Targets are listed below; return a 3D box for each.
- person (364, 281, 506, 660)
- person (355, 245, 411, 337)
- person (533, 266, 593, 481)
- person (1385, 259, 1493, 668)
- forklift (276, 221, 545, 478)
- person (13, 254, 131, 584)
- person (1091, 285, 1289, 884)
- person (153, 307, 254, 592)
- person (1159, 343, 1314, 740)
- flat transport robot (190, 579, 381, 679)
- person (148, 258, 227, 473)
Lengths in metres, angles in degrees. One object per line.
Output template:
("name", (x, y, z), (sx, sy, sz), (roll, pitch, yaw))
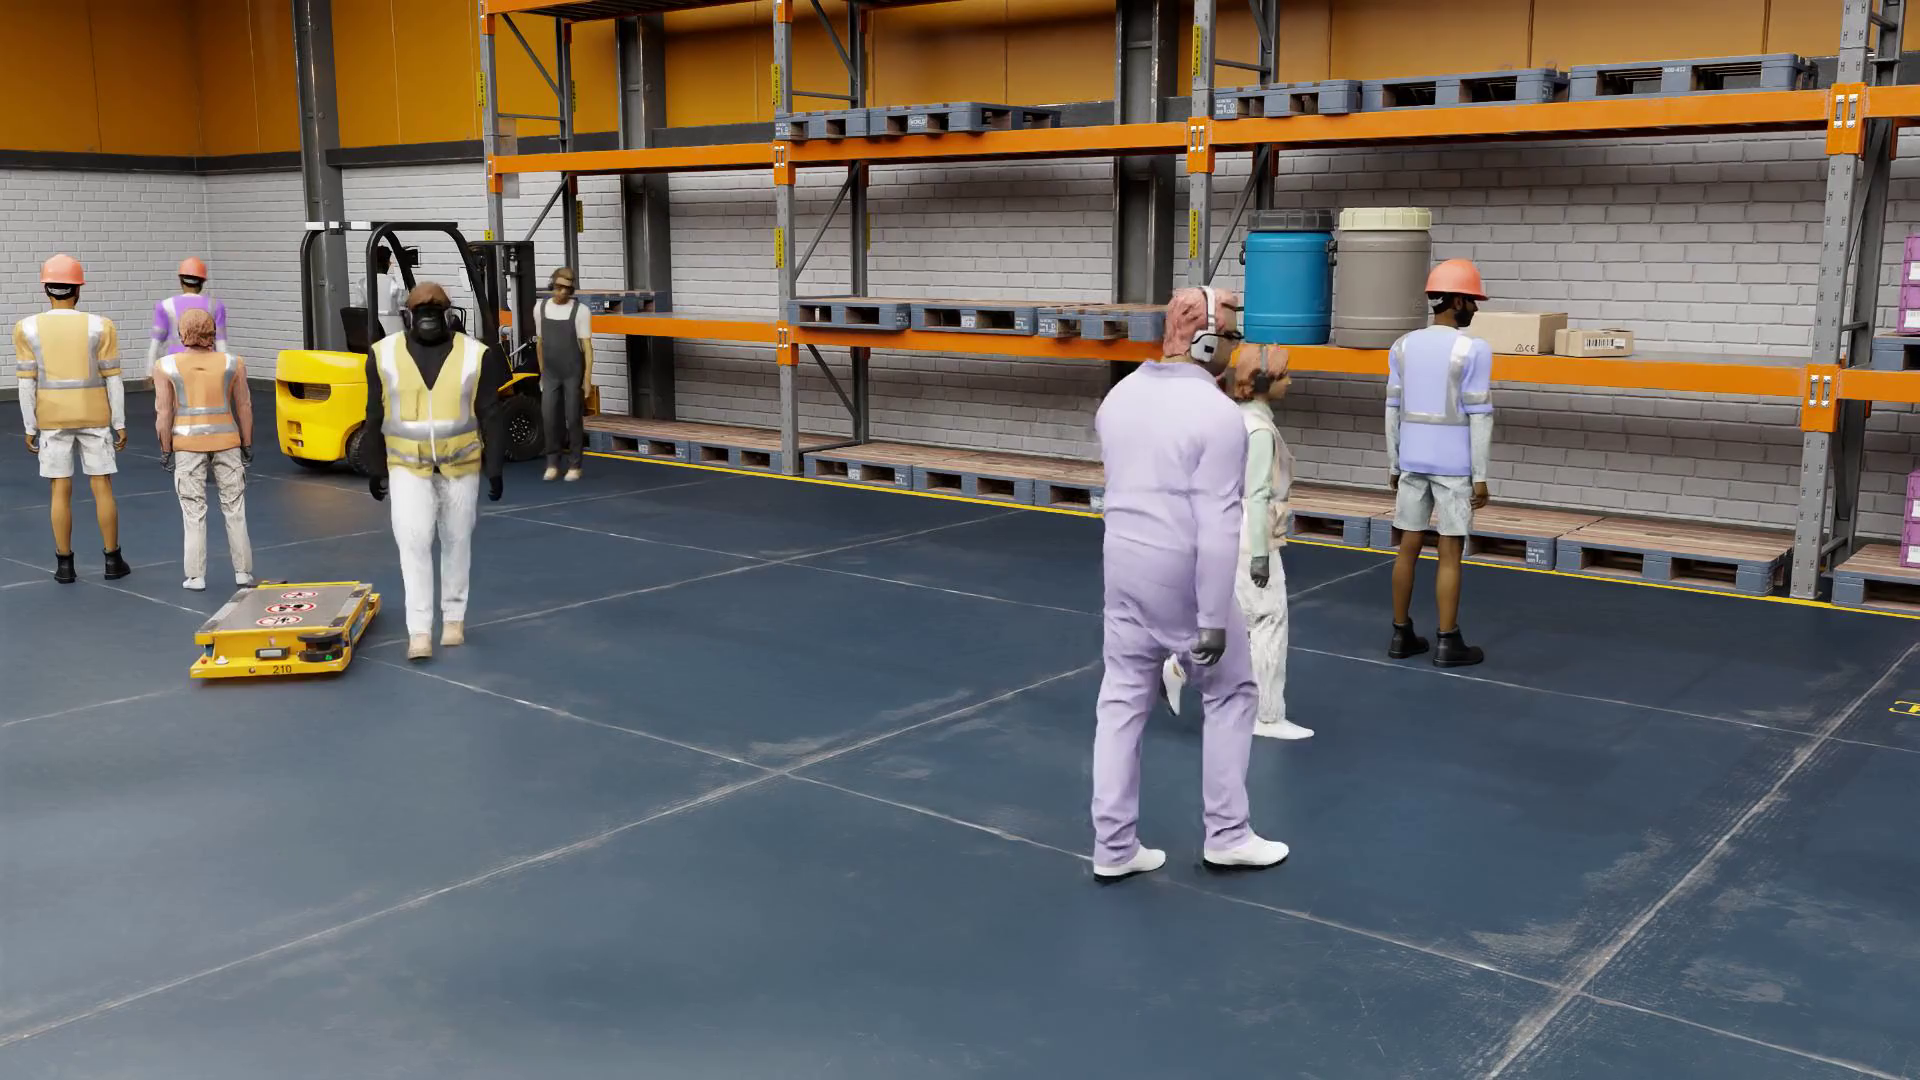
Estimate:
("person", (-2.539, -0.330, 8.070), (0.661, 1.815, 0.783), (-3, 11, -17))
("person", (-6.430, -2.309, 18.630), (0.600, 1.967, 0.368), (0, 10, -2))
("person", (-3.283, -1.370, 13.868), (0.523, 1.802, 0.573), (1, 10, 4))
("person", (2.297, -0.364, 7.944), (0.377, 1.932, 0.548), (-8, 13, -39))
("forklift", (-4.922, -1.741, 14.854), (1.214, 2.155, 2.313), (8, 13, 38))
("person", (-5.247, -0.711, 9.855), (0.552, 1.936, 0.358), (-5, 11, -25))
("person", (0.740, 0.145, 5.259), (0.780, 1.873, 0.672), (-7, 13, -36))
("person", (-4.353, -0.519, 9.618), (0.523, 1.640, 0.306), (-7, 12, -32))
("person", (1.125, 0.013, 6.709), (0.588, 1.619, 0.524), (0, 10, 1))
("flat transport robot", (-3.311, 0.411, 8.255), (0.652, 0.197, 1.431), (-2, 10, -12))
("person", (-6.568, -1.459, 14.192), (0.622, 1.878, 1.025), (-5, 12, -28))
